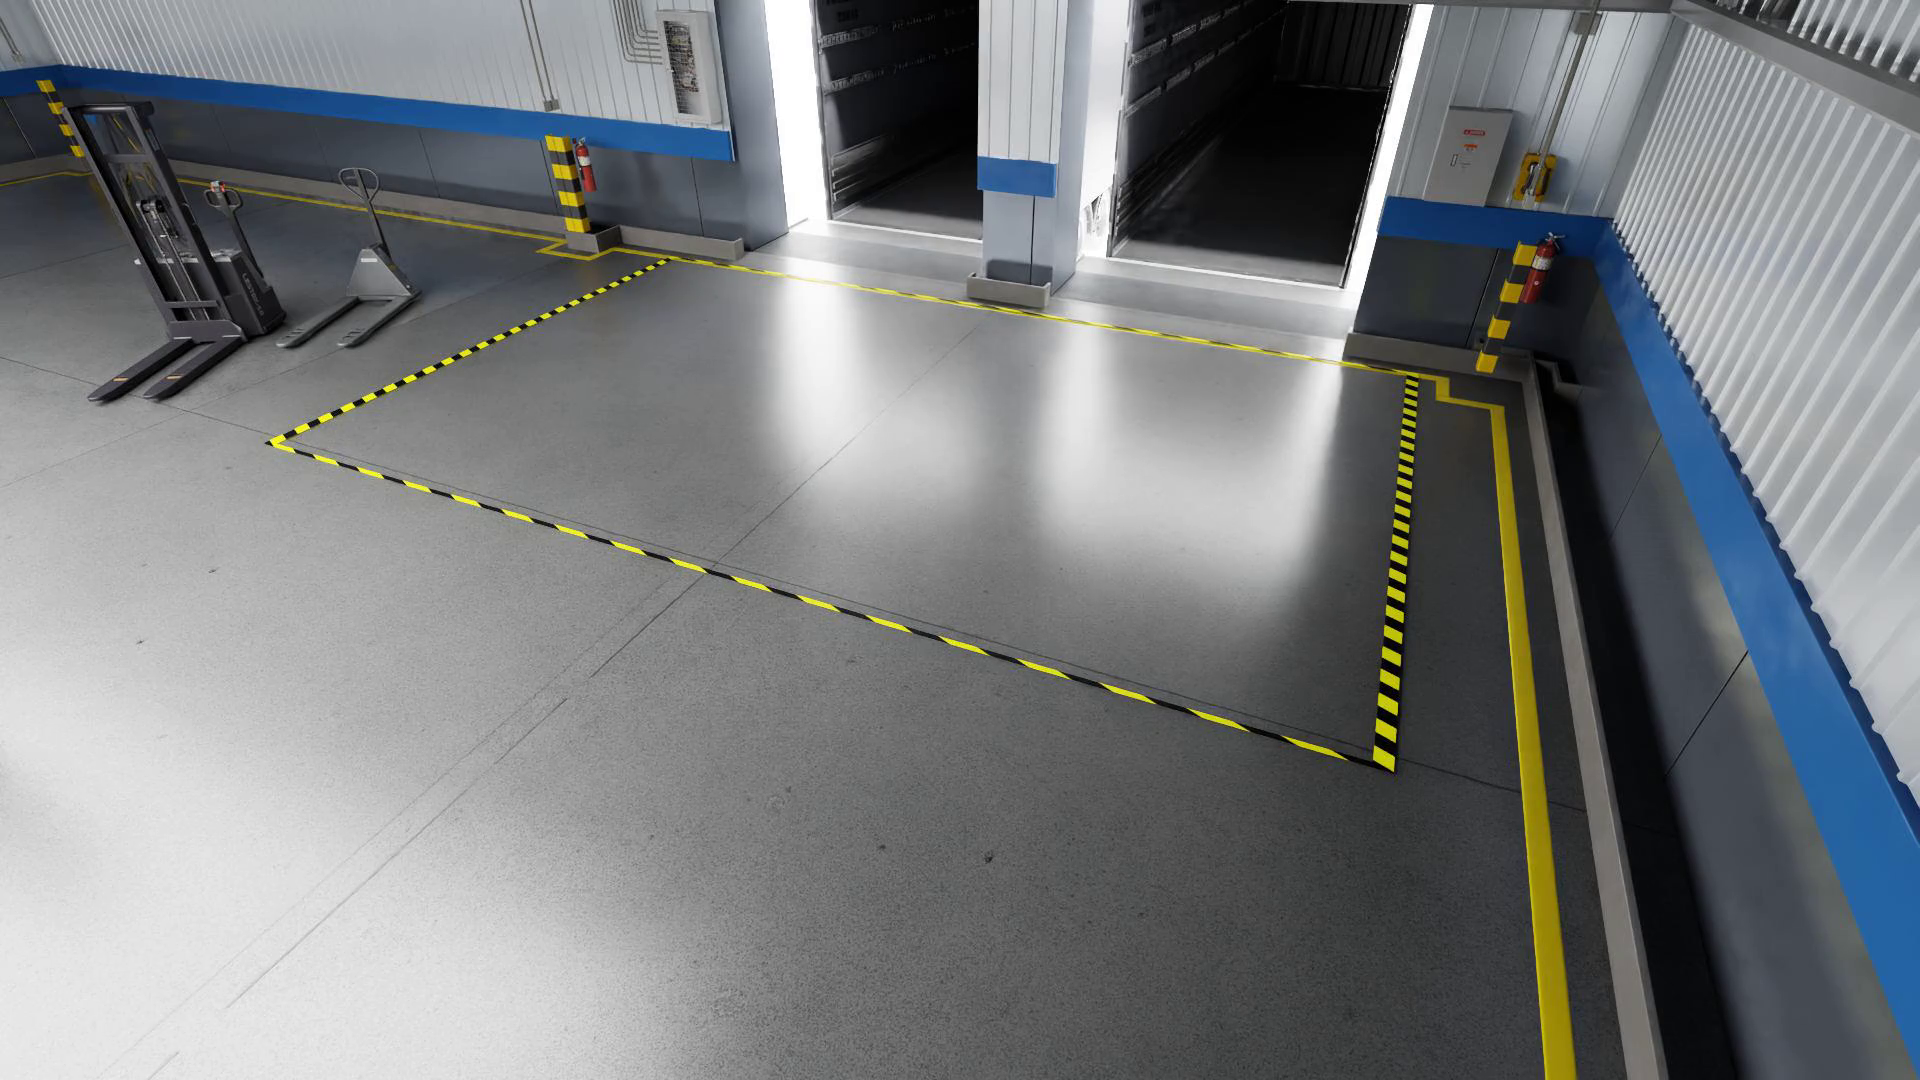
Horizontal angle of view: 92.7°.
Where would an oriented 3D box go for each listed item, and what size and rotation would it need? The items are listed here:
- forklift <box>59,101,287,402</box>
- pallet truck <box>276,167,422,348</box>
[{"bbox_3d":[-6.686,-2.387,7.434,0.823,1.965,1.885,-3,35,-5],"label":"forklift"},{"bbox_3d":[-5.732,-2.611,8.414,0.680,1.201,1.601,-1,35,-1],"label":"pallet truck"}]
